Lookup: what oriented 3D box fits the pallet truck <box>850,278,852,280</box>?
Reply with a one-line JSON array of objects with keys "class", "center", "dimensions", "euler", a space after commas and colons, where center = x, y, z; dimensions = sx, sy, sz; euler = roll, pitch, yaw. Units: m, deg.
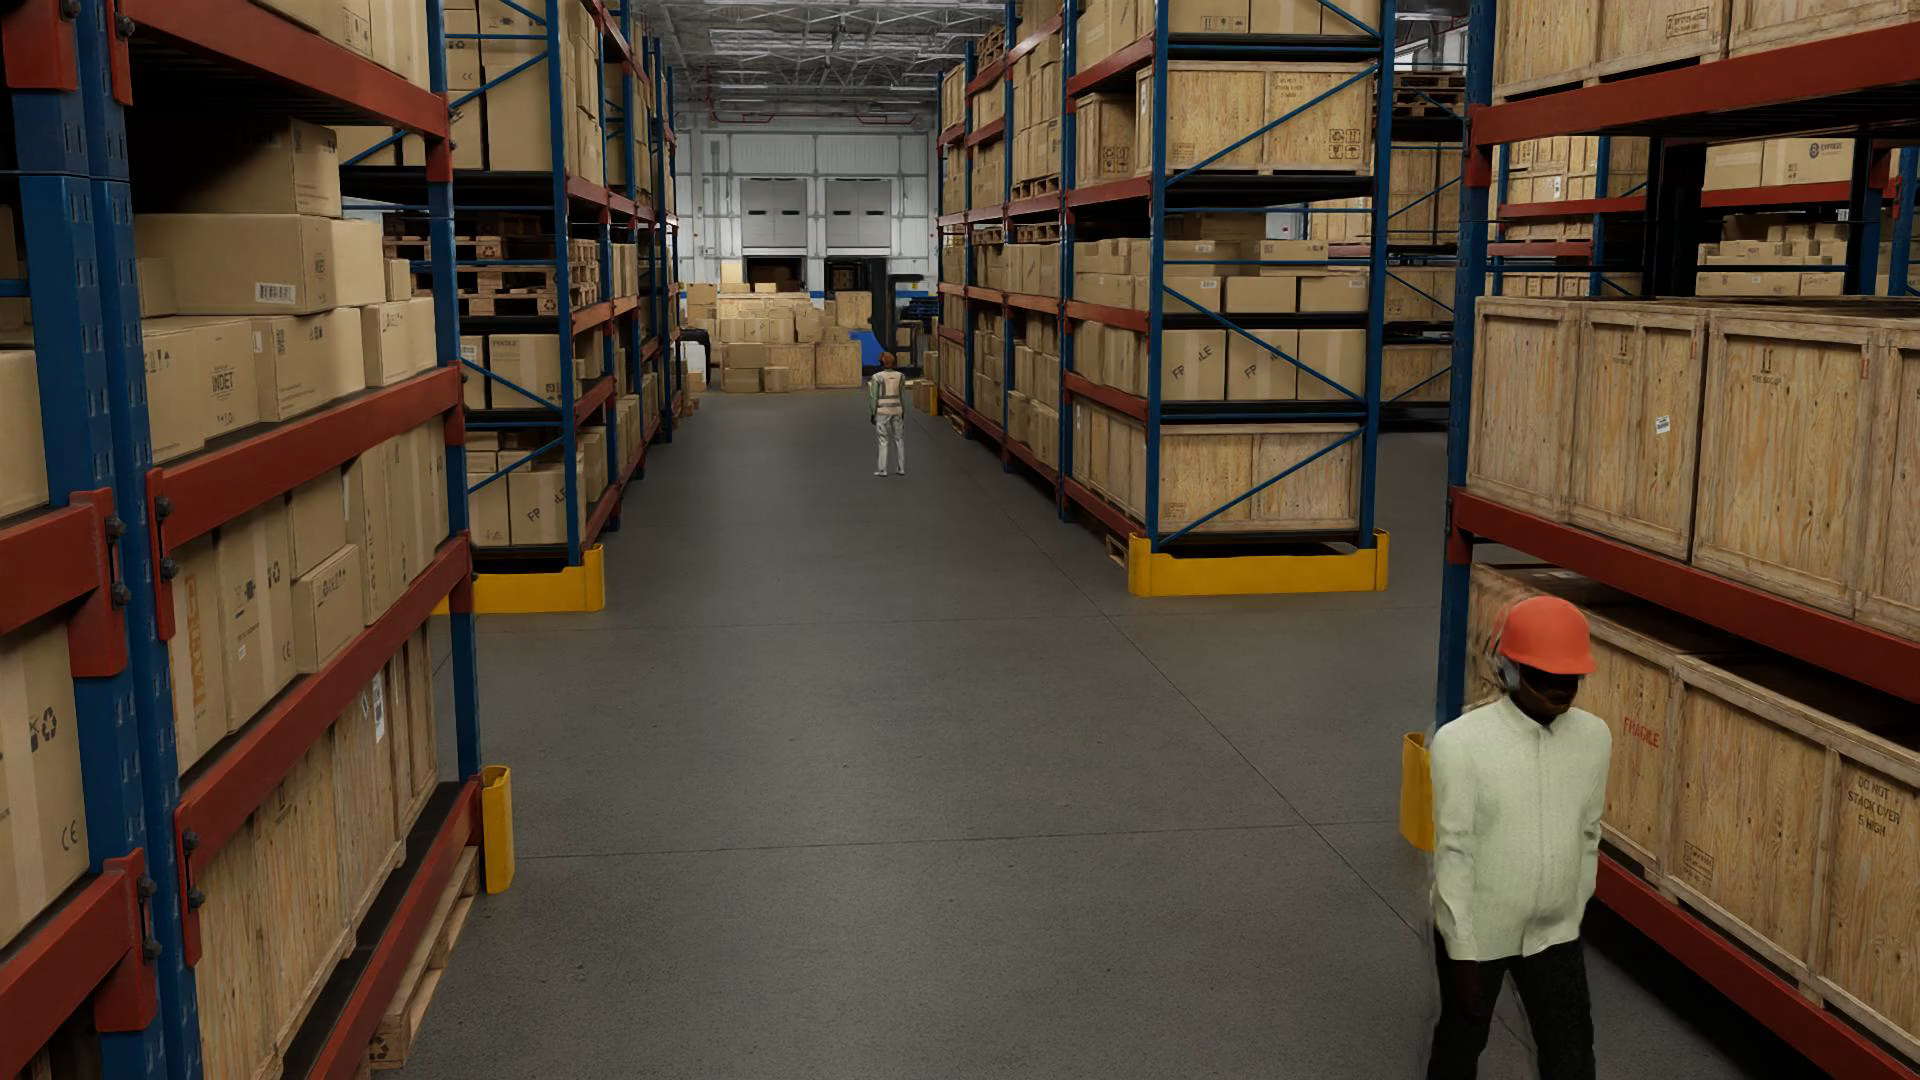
[{"class": "pallet truck", "center": [-3.782, -9.391, 65.808], "dimensions": [1.885, 1.965, 0.823], "euler": [2, 10, 10]}]

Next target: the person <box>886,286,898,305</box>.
[{"class": "person", "center": [-2.637, -8.644, 61.901], "dimensions": [0.579, 1.855, 0.876], "euler": [4, 11, 23]}]

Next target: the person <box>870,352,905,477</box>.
[{"class": "person", "center": [-0.938, -1.644, 21.781], "dimensions": [0.512, 1.629, 0.316], "euler": [-6, 12, -32]}]

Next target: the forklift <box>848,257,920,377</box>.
[{"class": "forklift", "center": [-1.937, -5.254, 39.155], "dimensions": [1.873, 2.768, 1.129], "euler": [-1, 10, -7]}]

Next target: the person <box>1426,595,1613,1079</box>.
[{"class": "person", "center": [1.612, 1.133, 4.651], "dimensions": [0.615, 1.949, 0.958], "euler": [-2, 10, -11]}]

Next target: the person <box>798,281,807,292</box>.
[{"class": "person", "center": [-5.733, -8.434, 60.403], "dimensions": [0.362, 1.938, 0.631], "euler": [-3, 10, -17]}]

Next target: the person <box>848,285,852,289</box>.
[{"class": "person", "center": [-4.689, -9.910, 69.923], "dimensions": [0.613, 1.618, 0.521], "euler": [-2, 10, -13]}]

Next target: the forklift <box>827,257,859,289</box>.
[{"class": "forklift", "center": [-3.284, -6.565, 46.785], "dimensions": [1.129, 2.768, 1.873], "euler": [-1, 10, -7]}]
